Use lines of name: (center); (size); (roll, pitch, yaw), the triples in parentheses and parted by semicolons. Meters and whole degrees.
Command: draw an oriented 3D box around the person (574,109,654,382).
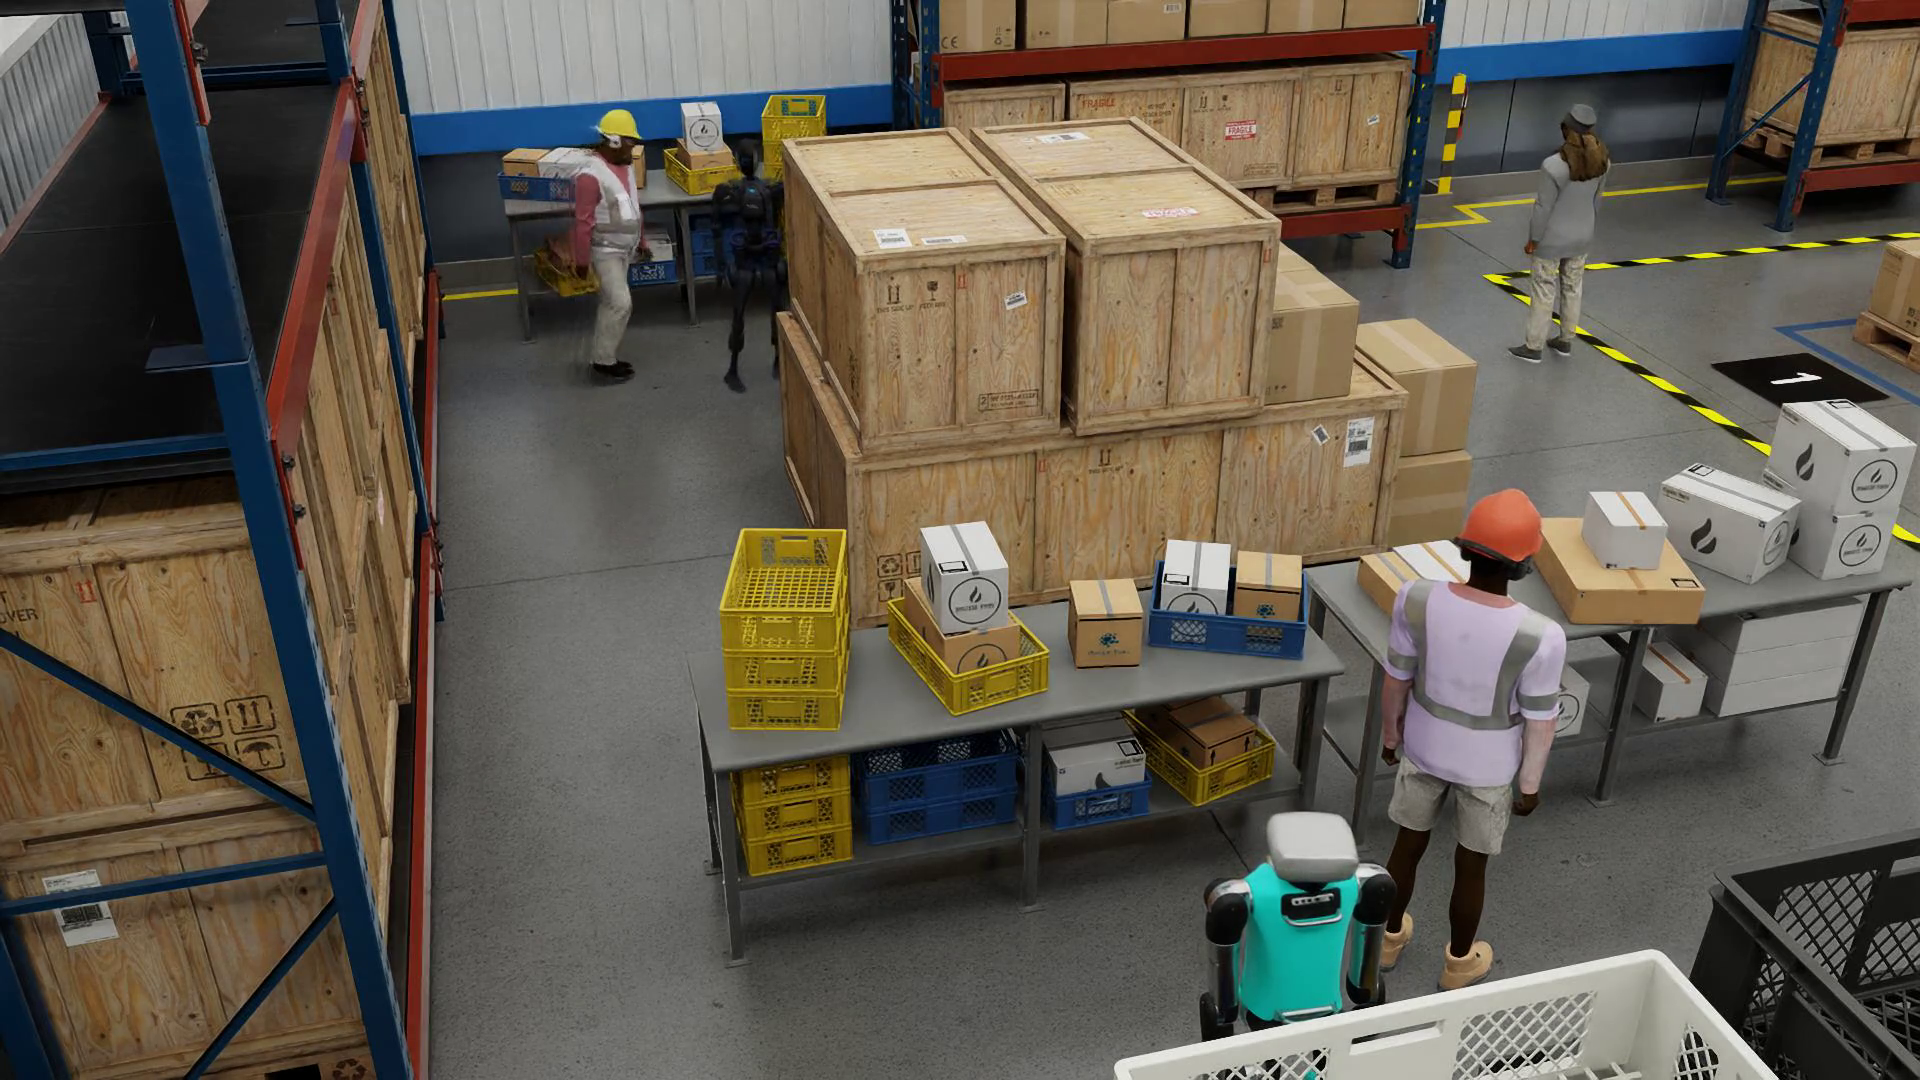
person: (-2.309, -1.951, 11.079); (0.504, 1.789, 0.619); (7, 30, 12)

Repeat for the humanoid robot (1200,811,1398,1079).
humanoid robot: (0.967, 1.605, 4.581); (0.531, 1.692, 0.726); (-5, 29, -9)

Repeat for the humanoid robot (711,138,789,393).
humanoid robot: (-1.315, -1.802, 10.937); (0.599, 1.653, 0.465); (-4, 29, -6)

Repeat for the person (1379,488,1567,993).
person: (1.789, 0.744, 5.930); (0.606, 2.043, 0.376); (18, 34, 30)

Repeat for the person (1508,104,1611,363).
person: (4.098, -2.077, 11.328); (0.572, 1.769, 0.399); (-13, 31, -22)
